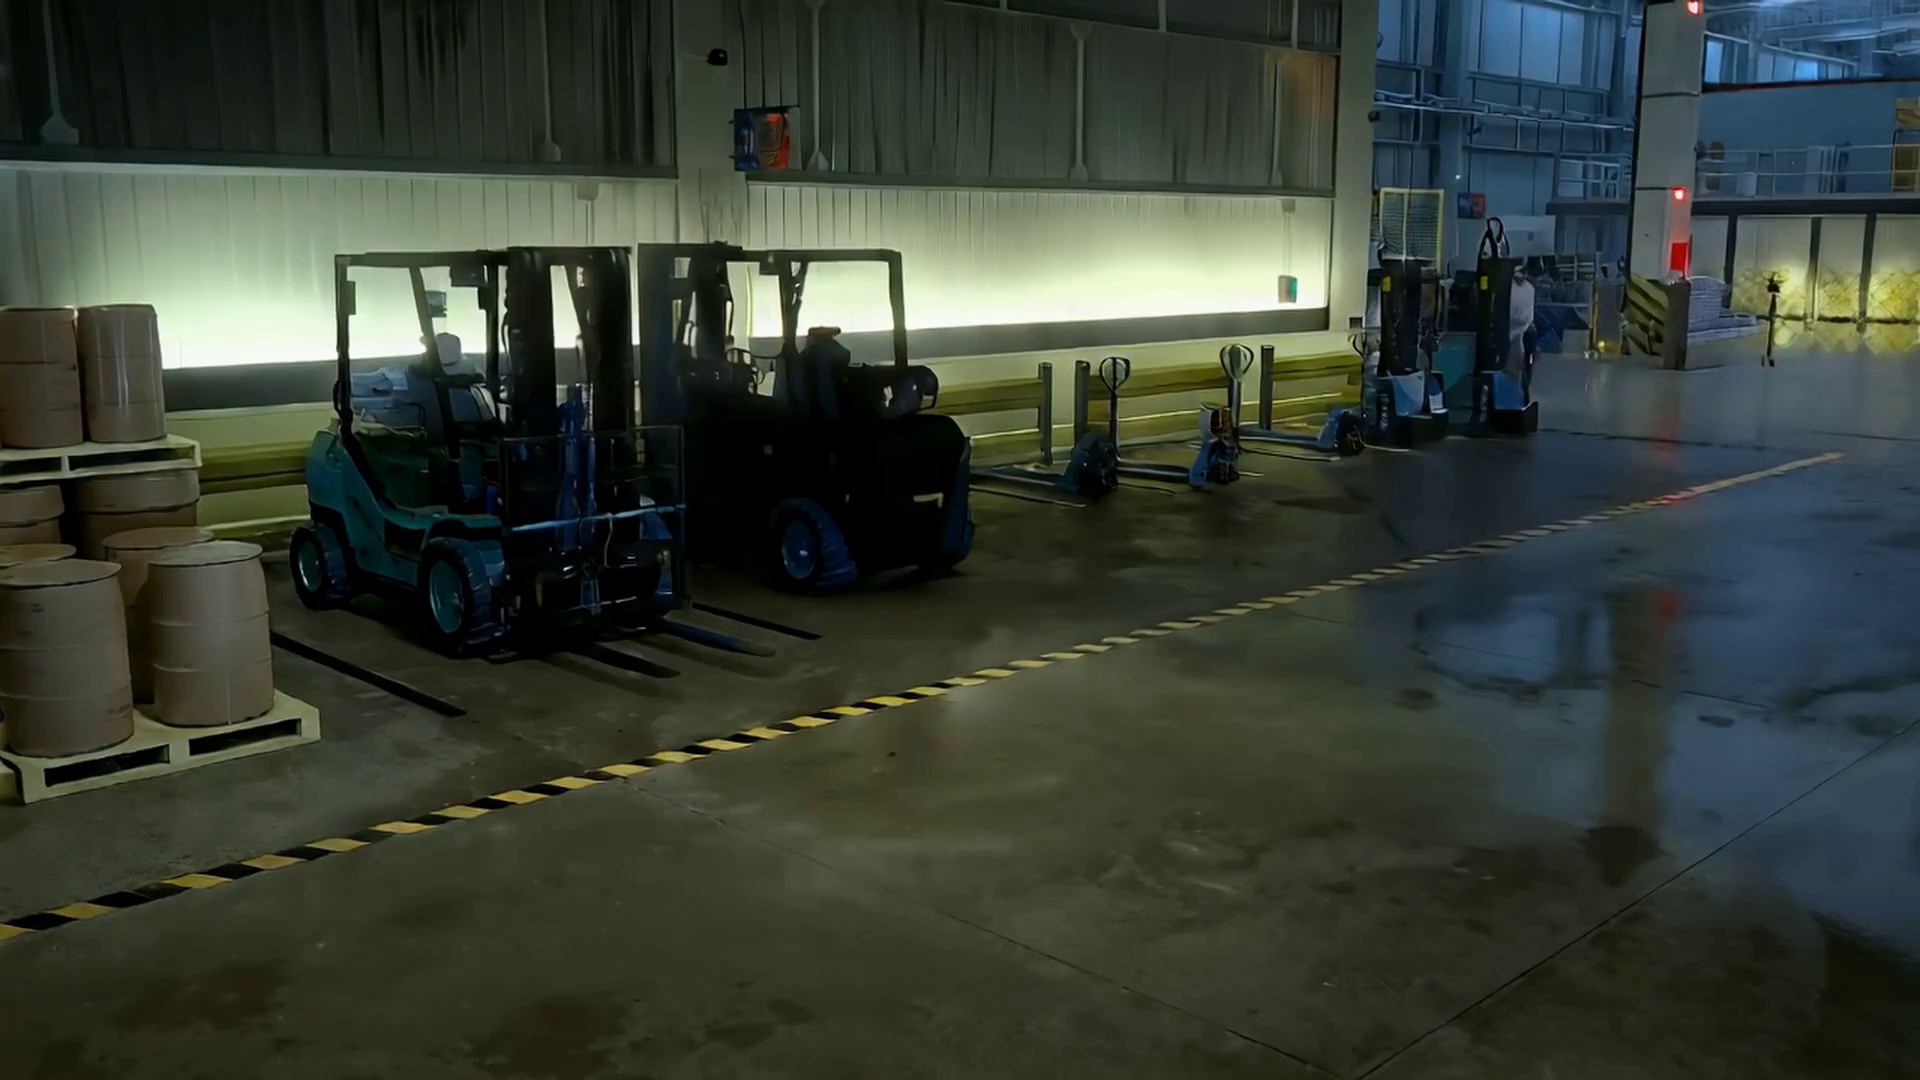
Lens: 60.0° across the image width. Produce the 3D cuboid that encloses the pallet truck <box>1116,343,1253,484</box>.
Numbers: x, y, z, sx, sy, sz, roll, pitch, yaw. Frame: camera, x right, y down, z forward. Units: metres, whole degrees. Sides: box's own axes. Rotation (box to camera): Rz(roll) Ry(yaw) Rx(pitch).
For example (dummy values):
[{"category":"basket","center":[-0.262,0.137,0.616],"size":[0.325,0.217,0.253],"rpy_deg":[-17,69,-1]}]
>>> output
[{"category":"pallet truck","center":[1.962,-1.215,15.415],"size":[1.522,1.261,0.704],"rpy_deg":[10,14,43]}]

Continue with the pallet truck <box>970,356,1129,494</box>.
[{"category":"pallet truck","center":[0.784,-1.085,14.876],"size":[0.680,1.201,1.601],"rpy_deg":[-10,14,-44]}]

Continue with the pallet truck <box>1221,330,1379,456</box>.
[{"category":"pallet truck","center":[3.563,-1.581,17.381],"size":[0.653,1.274,1.630],"rpy_deg":[-10,14,-44]}]

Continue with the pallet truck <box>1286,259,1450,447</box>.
[{"category":"pallet truck","center":[4.493,-2.078,18.196],"size":[0.823,1.965,1.885],"rpy_deg":[-9,14,-40]}]

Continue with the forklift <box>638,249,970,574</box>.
[{"category":"forklift","center":[-1.173,-0.958,11.239],"size":[2.680,1.987,1.157],"rpy_deg":[10,14,43]}]

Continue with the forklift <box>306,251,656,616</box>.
[{"category":"forklift","center":[-2.833,-0.669,9.694],"size":[1.157,1.987,2.680],"rpy_deg":[-10,14,-44]}]

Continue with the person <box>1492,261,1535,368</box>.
[{"category":"person","center":[7.706,-2.920,23.096],"size":[0.649,1.888,0.595],"rpy_deg":[-1,10,-7]}]

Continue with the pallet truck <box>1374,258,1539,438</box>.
[{"category":"pallet truck","center":[5.704,-2.208,18.901],"size":[1.885,1.965,0.823],"rpy_deg":[10,14,43]}]
